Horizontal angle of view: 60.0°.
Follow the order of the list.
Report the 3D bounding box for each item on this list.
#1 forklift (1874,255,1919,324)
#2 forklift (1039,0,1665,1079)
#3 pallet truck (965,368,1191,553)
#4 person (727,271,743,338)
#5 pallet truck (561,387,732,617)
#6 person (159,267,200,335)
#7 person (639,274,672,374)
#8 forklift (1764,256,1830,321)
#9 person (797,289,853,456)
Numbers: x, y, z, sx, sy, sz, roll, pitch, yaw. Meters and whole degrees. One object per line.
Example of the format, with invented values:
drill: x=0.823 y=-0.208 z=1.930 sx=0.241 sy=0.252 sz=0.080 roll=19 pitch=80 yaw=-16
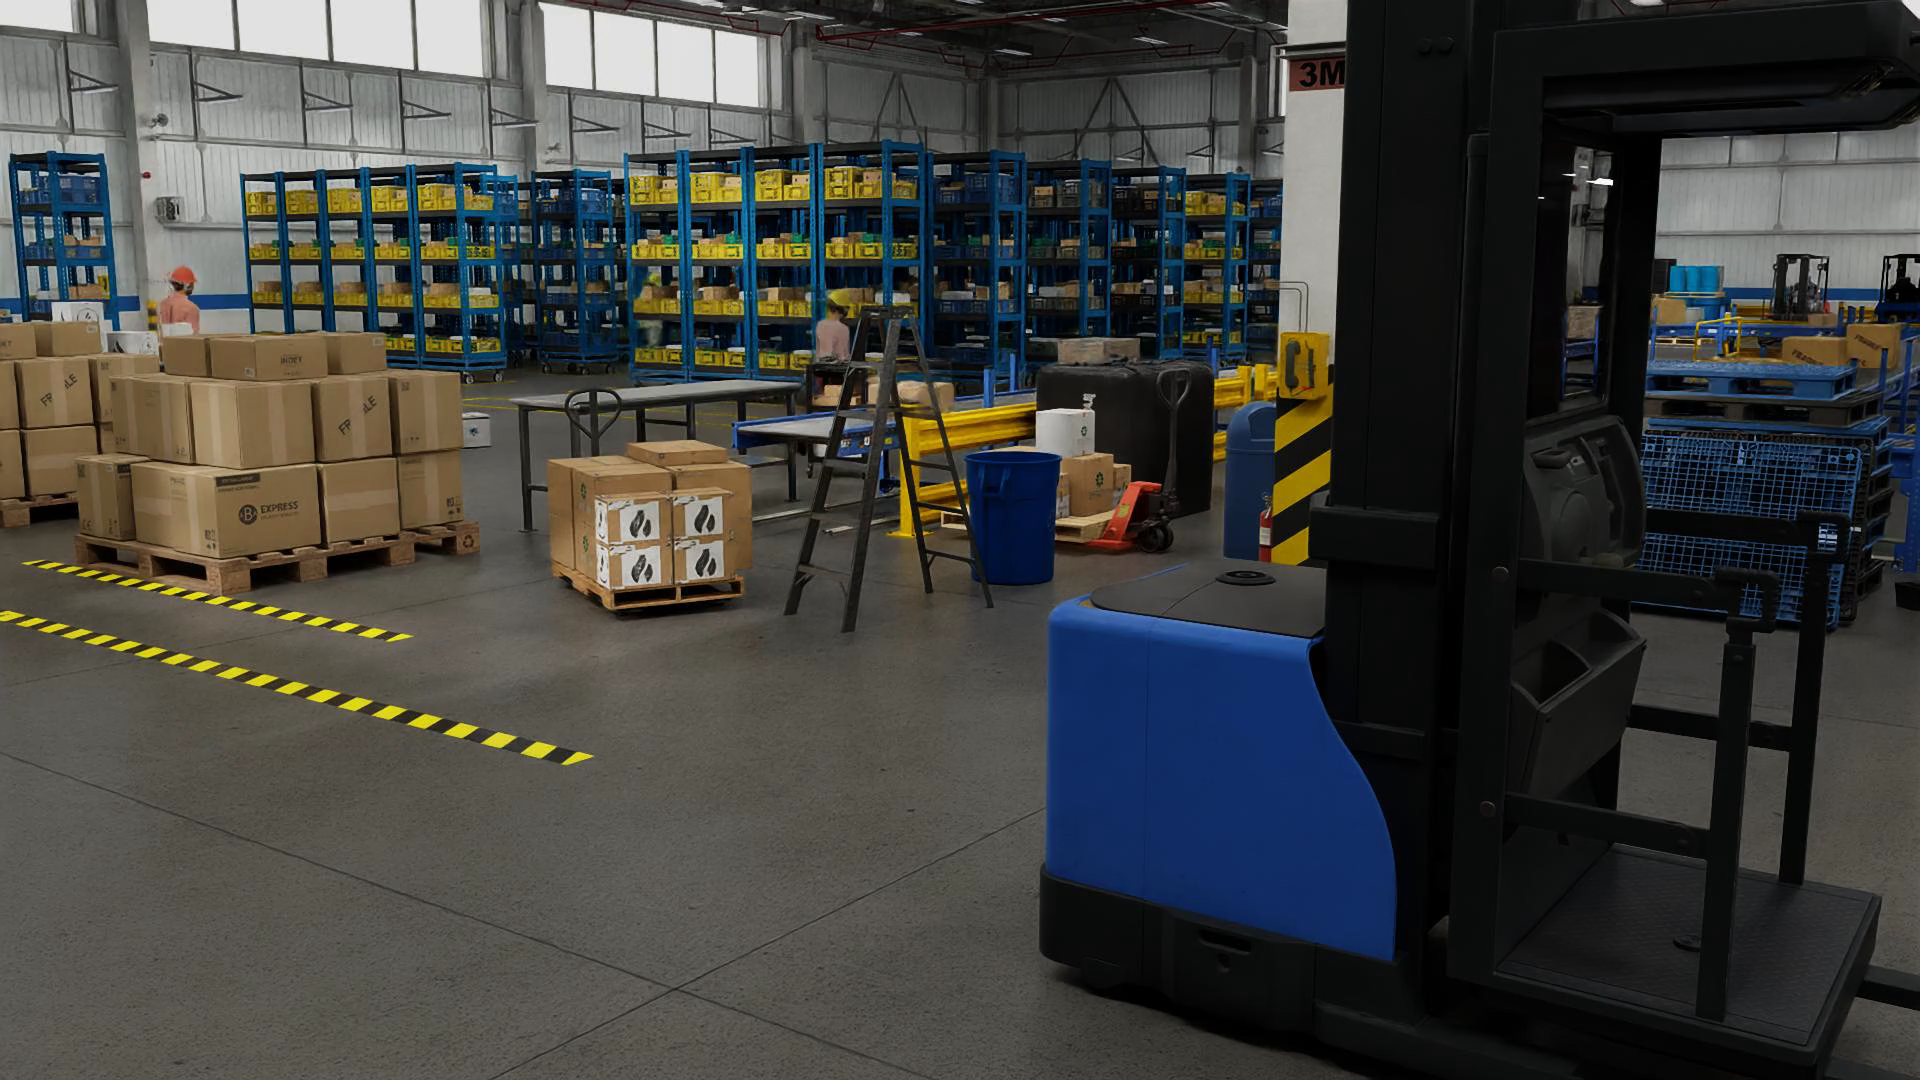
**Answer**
forklift: x=22.089 y=-5.634 z=38.796 sx=1.157 sy=1.987 sz=2.680 roll=6 pitch=11 yaw=33
forklift: x=1.249 y=-0.137 z=4.360 sx=1.873 sy=2.768 sz=1.129 roll=7 pitch=12 yaw=35
pallet truck: x=0.845 y=-0.609 z=11.869 sx=1.630 sy=1.274 sz=0.653 roll=7 pitch=12 yaw=35
person: x=-4.490 y=-4.426 z=33.034 sx=0.580 sy=1.820 sz=0.589 roll=4 pitch=10 yaw=22
pallet truck: x=-1.981 y=-0.274 z=10.088 sx=0.680 sy=1.201 sz=1.601 roll=-5 pitch=11 yaw=-28
person: x=-8.844 y=-2.102 z=18.802 sx=0.607 sy=1.963 sz=0.945 roll=4 pitch=10 yaw=24
person: x=-5.484 y=-3.886 z=29.966 sx=0.620 sy=1.781 sz=0.944 roll=7 pitch=12 yaw=35
forklift: x=20.253 y=-5.854 z=40.139 sx=1.157 sy=1.987 sz=2.680 roll=7 pitch=12 yaw=35
person: x=-1.318 y=-1.638 z=16.662 sx=0.567 sy=1.740 sz=0.535 roll=-9 pitch=13 yaw=-44
